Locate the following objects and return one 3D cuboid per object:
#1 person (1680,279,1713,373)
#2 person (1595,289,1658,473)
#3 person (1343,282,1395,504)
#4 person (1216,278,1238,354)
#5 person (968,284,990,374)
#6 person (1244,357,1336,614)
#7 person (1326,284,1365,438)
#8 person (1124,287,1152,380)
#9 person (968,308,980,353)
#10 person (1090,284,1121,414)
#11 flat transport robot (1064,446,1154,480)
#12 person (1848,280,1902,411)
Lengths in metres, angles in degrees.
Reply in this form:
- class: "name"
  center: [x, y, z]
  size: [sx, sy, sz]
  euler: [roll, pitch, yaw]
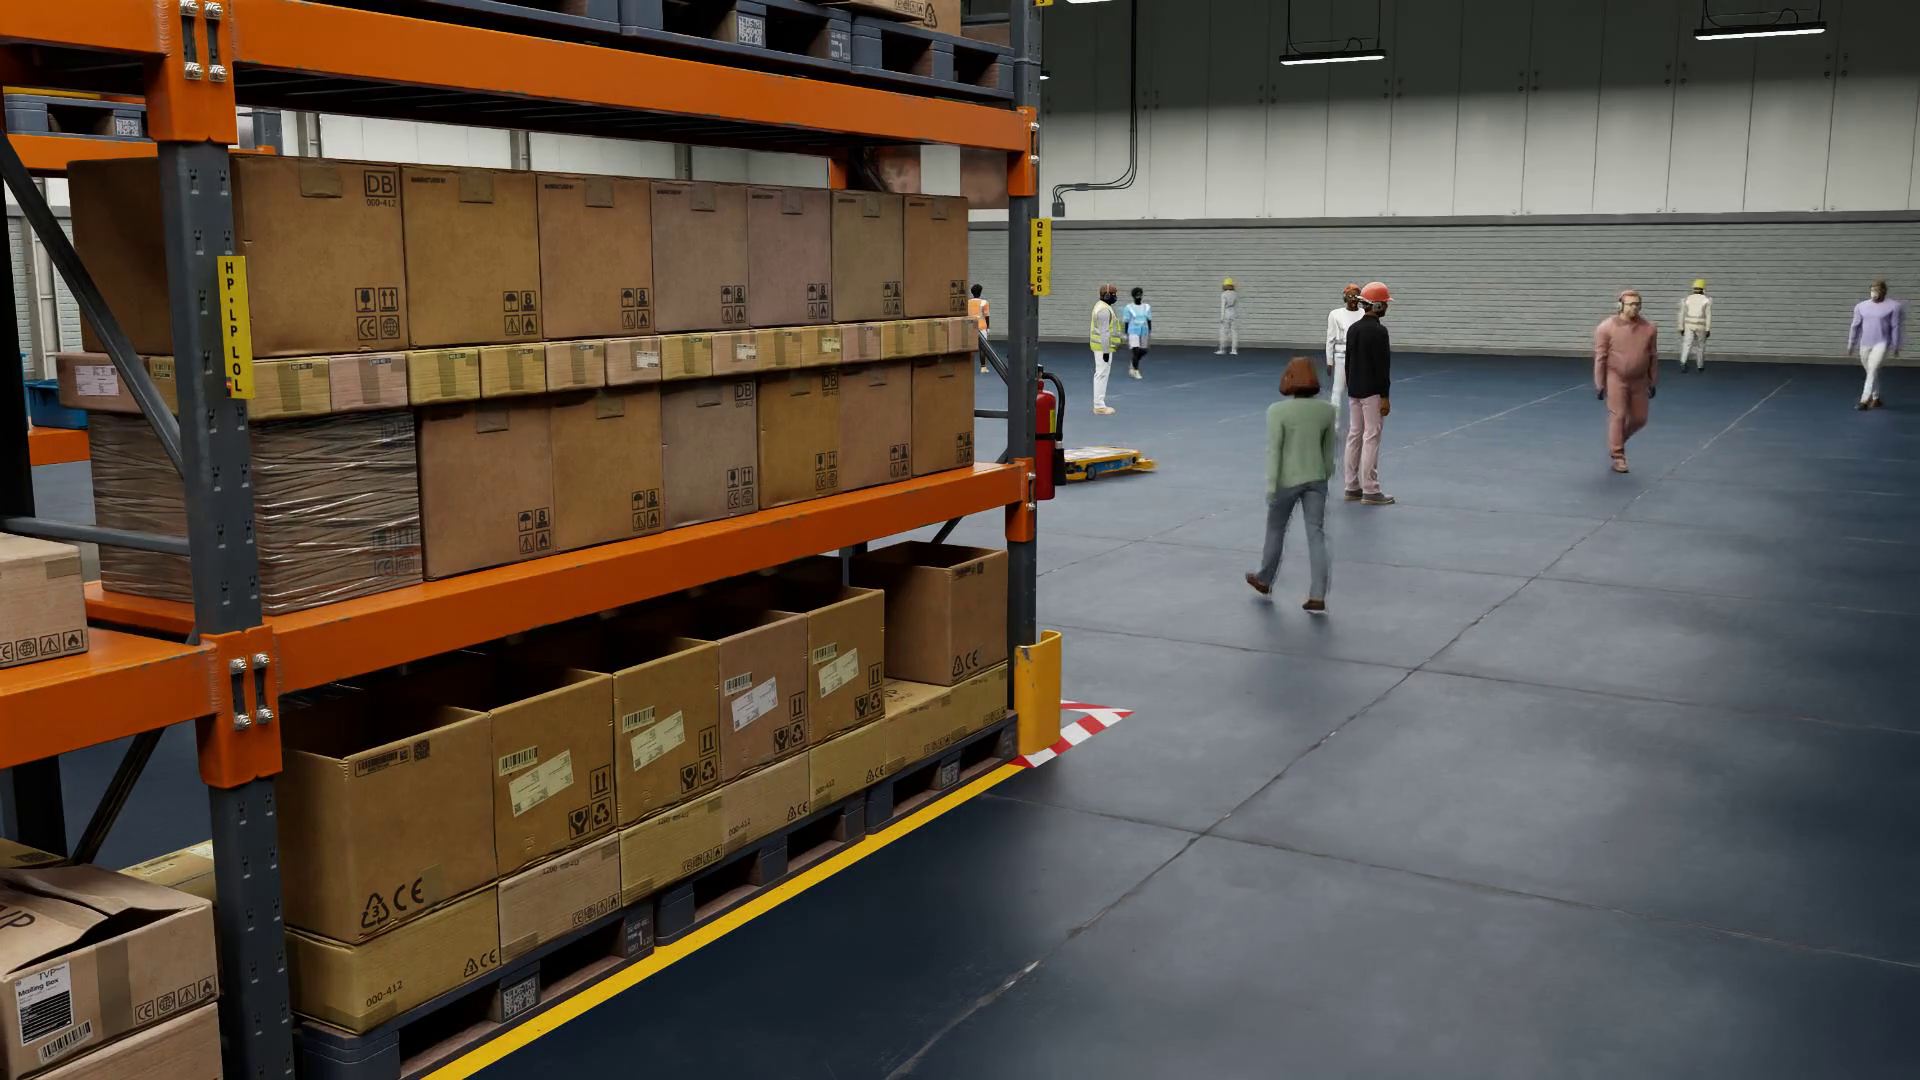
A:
- class: "person"
  center: [14.063, -4.091, 31.817]
  size: [0.598, 1.802, 0.895]
  euler: [8, 13, 39]
- class: "person"
  center: [6.896, -1.655, 17.273]
  size: [0.657, 1.885, 0.594]
  euler: [-1, 10, -3]
- class: "person"
  center: [3.703, -1.325, 15.031]
  size: [0.378, 1.995, 0.609]
  euler: [-3, 10, -19]
- class: "person"
  center: [6.096, -5.092, 37.856]
  size: [0.489, 1.744, 0.339]
  euler: [-6, 11, -31]
- class: "person"
  center: [0.320, -4.004, 31.590]
  size: [0.532, 1.696, 0.319]
  euler: [3, 10, 16]
- class: "person"
  center: [2.129, -0.363, 10.572]
  size: [0.528, 1.582, 0.860]
  euler: [-3, 10, -16]
- class: "person"
  center: [4.787, -2.191, 20.424]
  size: [0.583, 1.882, 0.338]
  euler: [0, 10, -2]
- class: "person"
  center: [3.203, -3.766, 30.257]
  size: [0.538, 1.680, 0.673]
  euler: [-4, 10, -21]
- class: "person"
  center: [-0.105, -3.045, 25.677]
  size: [0.783, 1.800, 0.731]
  euler: [-8, 13, -40]
- class: "person"
  center: [2.057, -2.693, 23.529]
  size: [0.430, 1.836, 0.629]
  euler: [0, 10, 1]
- class: "flat transport robot"
  center: [1.290, -0.793, 16.959]
  size: [0.652, 0.197, 1.431]
  euler: [9, 13, 42]
- class: "person"
  center: [13.336, -2.840, 24.229]
  size: [1.012, 1.895, 0.646]
  euler: [-8, 12, -39]
